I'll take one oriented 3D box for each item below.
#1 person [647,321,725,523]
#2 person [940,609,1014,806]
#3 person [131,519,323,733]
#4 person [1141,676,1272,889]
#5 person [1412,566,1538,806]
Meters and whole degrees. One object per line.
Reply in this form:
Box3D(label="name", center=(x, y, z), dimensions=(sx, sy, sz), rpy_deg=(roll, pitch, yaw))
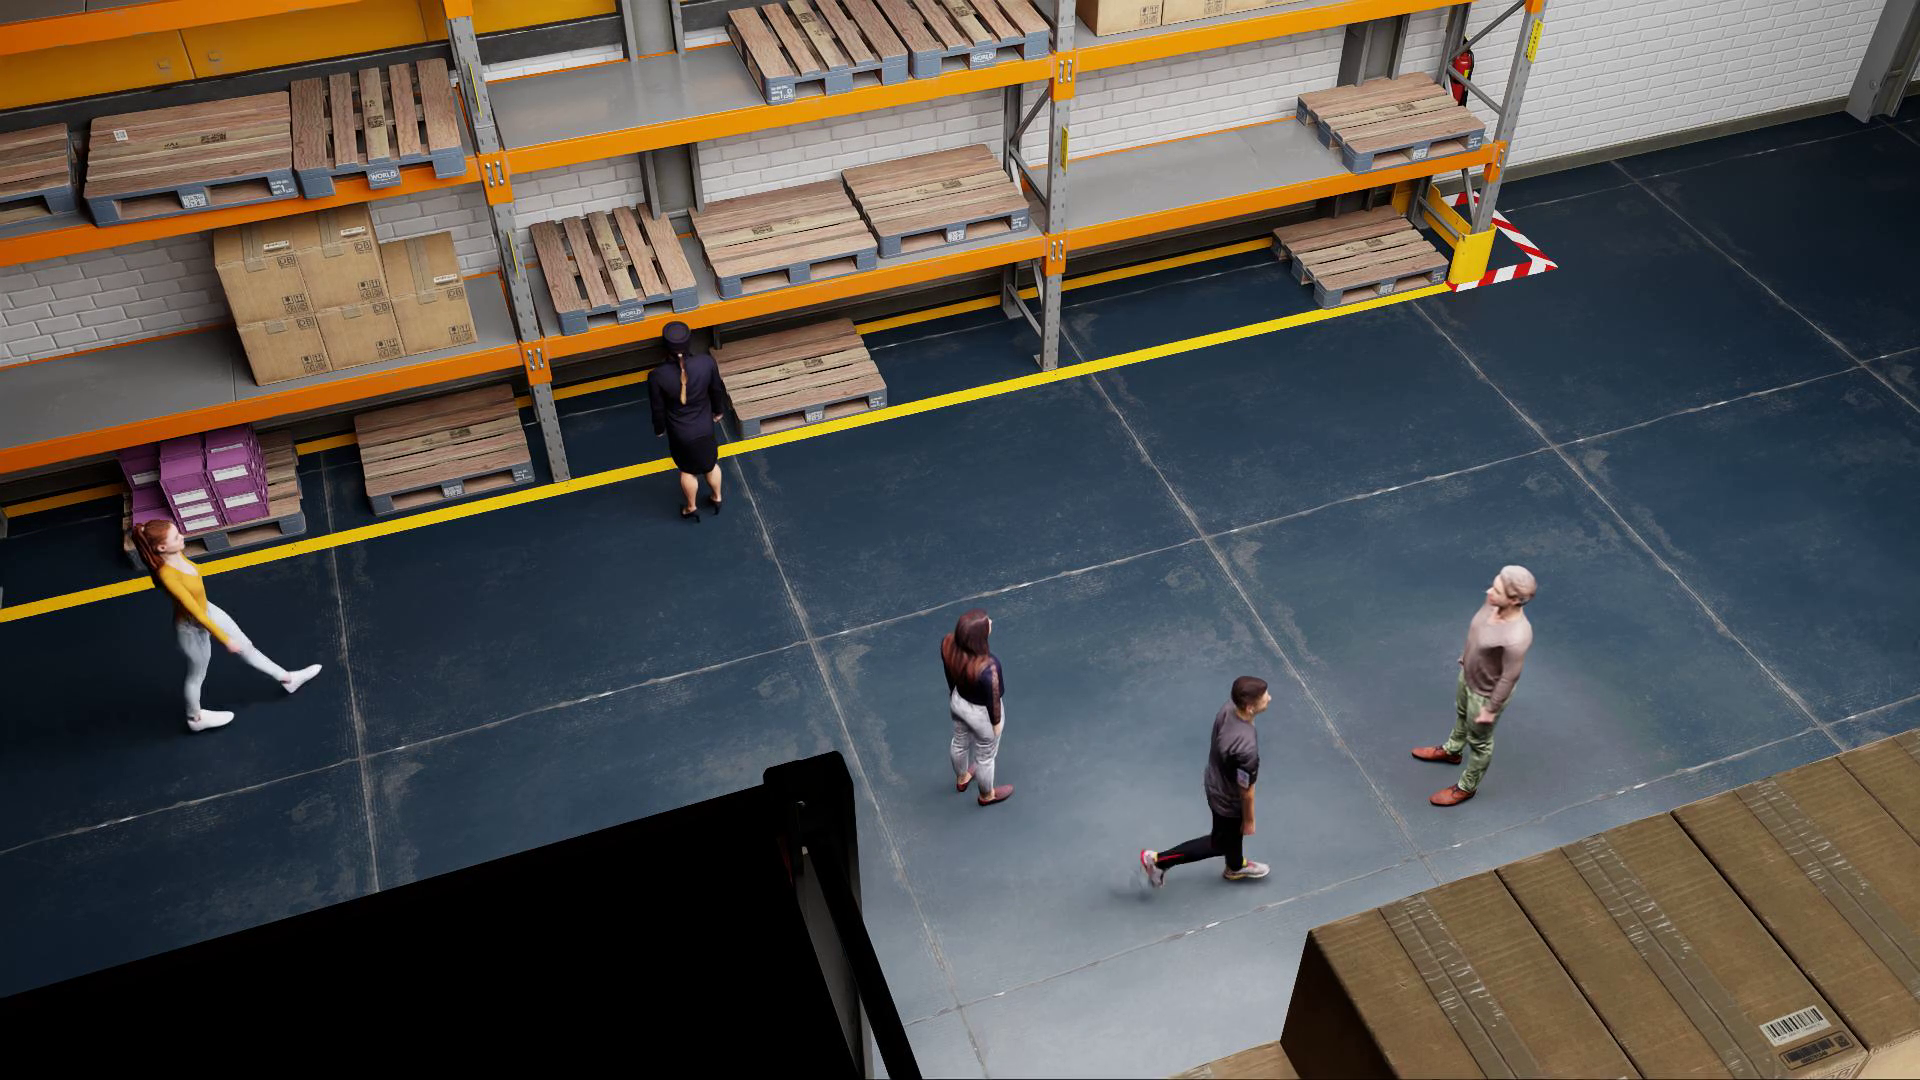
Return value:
Box3D(label="person", center=(-1.921, -0.815, 11.798), dimensions=(0.596, 1.671, 0.777), rpy_deg=(-20, 47, -20))
Box3D(label="person", center=(0.106, 0.993, 9.946), dimensions=(0.673, 1.608, 0.675), rpy_deg=(-34, 53, -30))
Box3D(label="person", center=(-4.811, 0.587, 10.297), dimensions=(1.080, 1.710, 0.573), rpy_deg=(-13, 45, -14))
Box3D(label="person", center=(1.452, 1.423, 9.394), dimensions=(1.118, 1.746, 0.892), rpy_deg=(1, 44, 1))
Box3D(label="person", center=(3.130, 0.846, 9.907), dimensions=(0.709, 1.876, 0.745), rpy_deg=(-2, 44, -2))
